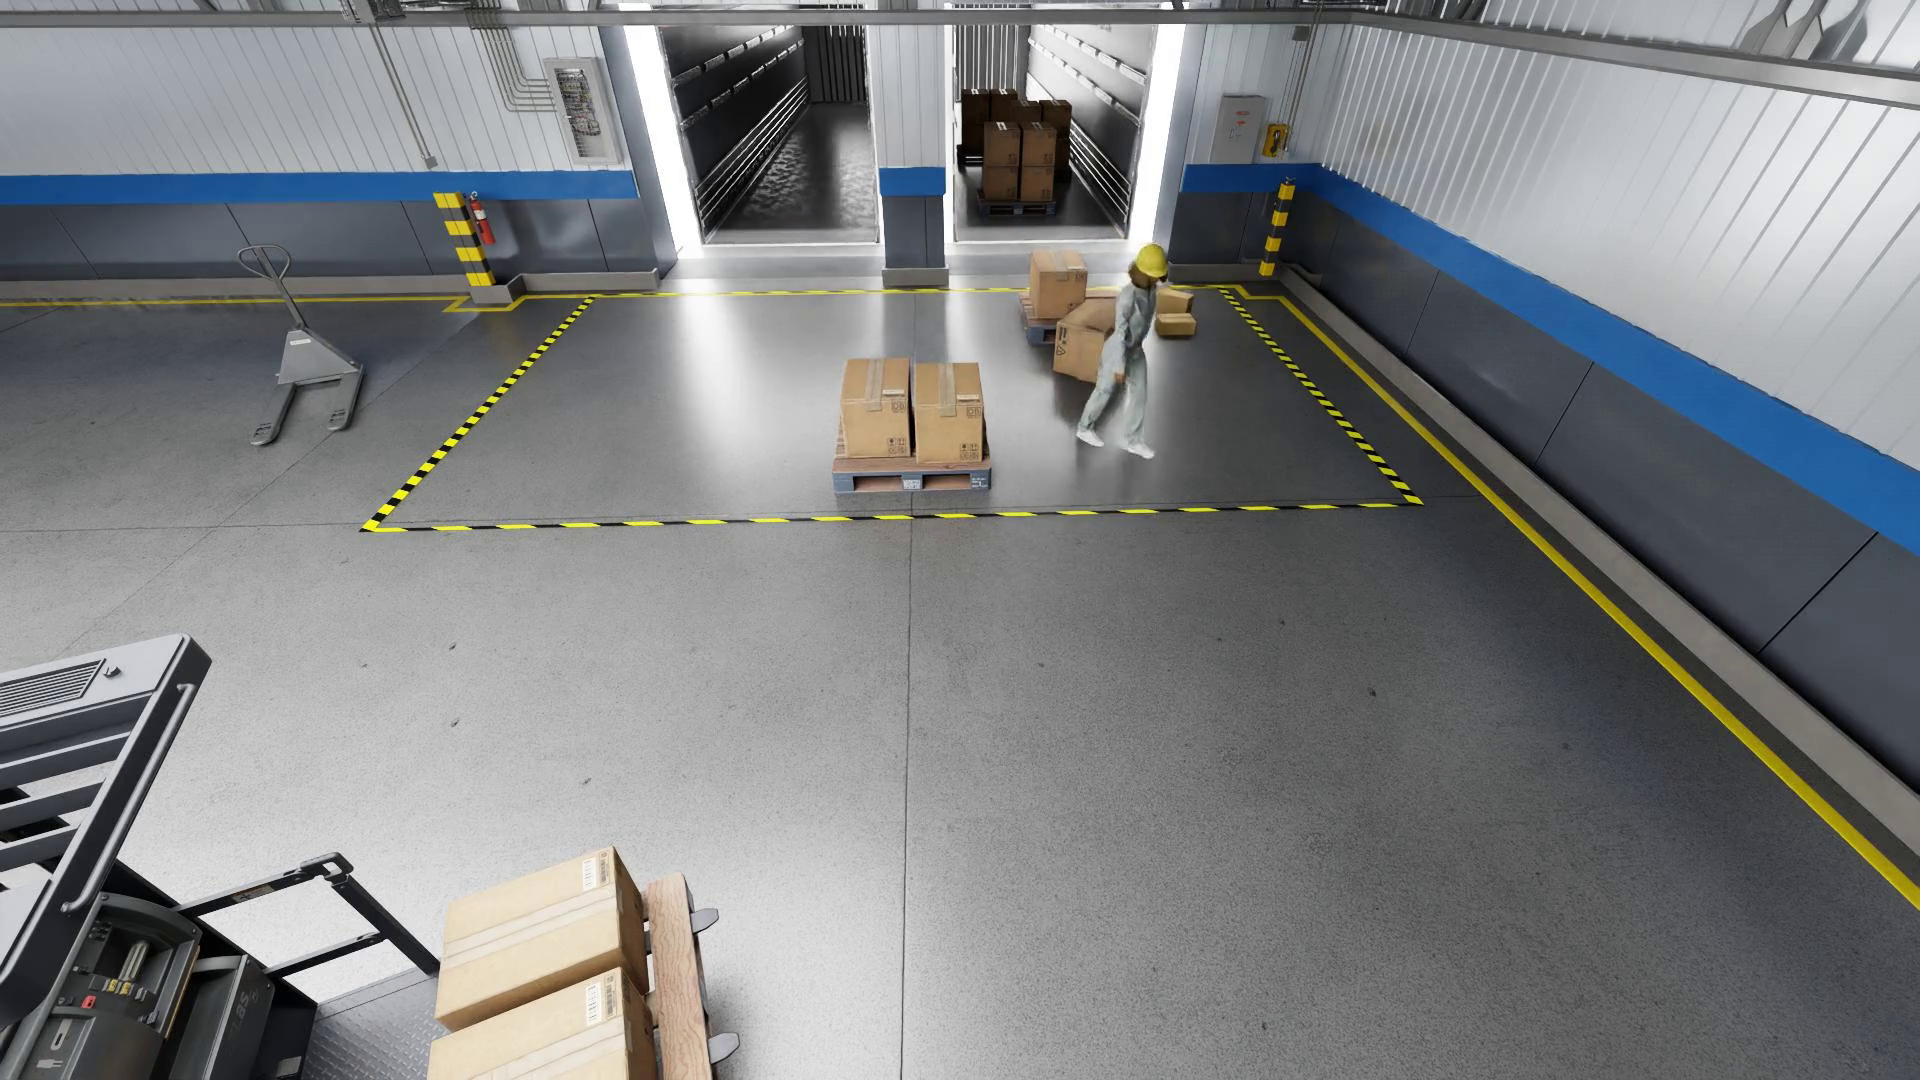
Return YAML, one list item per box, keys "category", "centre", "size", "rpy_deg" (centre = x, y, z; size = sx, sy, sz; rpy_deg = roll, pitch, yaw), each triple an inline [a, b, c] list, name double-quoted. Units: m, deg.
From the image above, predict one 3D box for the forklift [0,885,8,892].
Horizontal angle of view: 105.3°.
- category: "forklift"
  centre: [-2.319, 1.487, 1.663]
  size: [0.776, 2.013, 0.716]
  rpy_deg: [-15, 41, -18]

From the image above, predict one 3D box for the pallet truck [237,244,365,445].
- category: "pallet truck"
  centre: [-5.915, -1.733, 6.366]
  size: [0.680, 1.201, 1.601]
  rpy_deg: [-18, 42, -21]

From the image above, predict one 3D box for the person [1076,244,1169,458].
- category: "person"
  centre: [1.263, -1.403, 5.573]
  size: [0.498, 1.700, 0.701]
  rpy_deg: [-31, 48, -33]
